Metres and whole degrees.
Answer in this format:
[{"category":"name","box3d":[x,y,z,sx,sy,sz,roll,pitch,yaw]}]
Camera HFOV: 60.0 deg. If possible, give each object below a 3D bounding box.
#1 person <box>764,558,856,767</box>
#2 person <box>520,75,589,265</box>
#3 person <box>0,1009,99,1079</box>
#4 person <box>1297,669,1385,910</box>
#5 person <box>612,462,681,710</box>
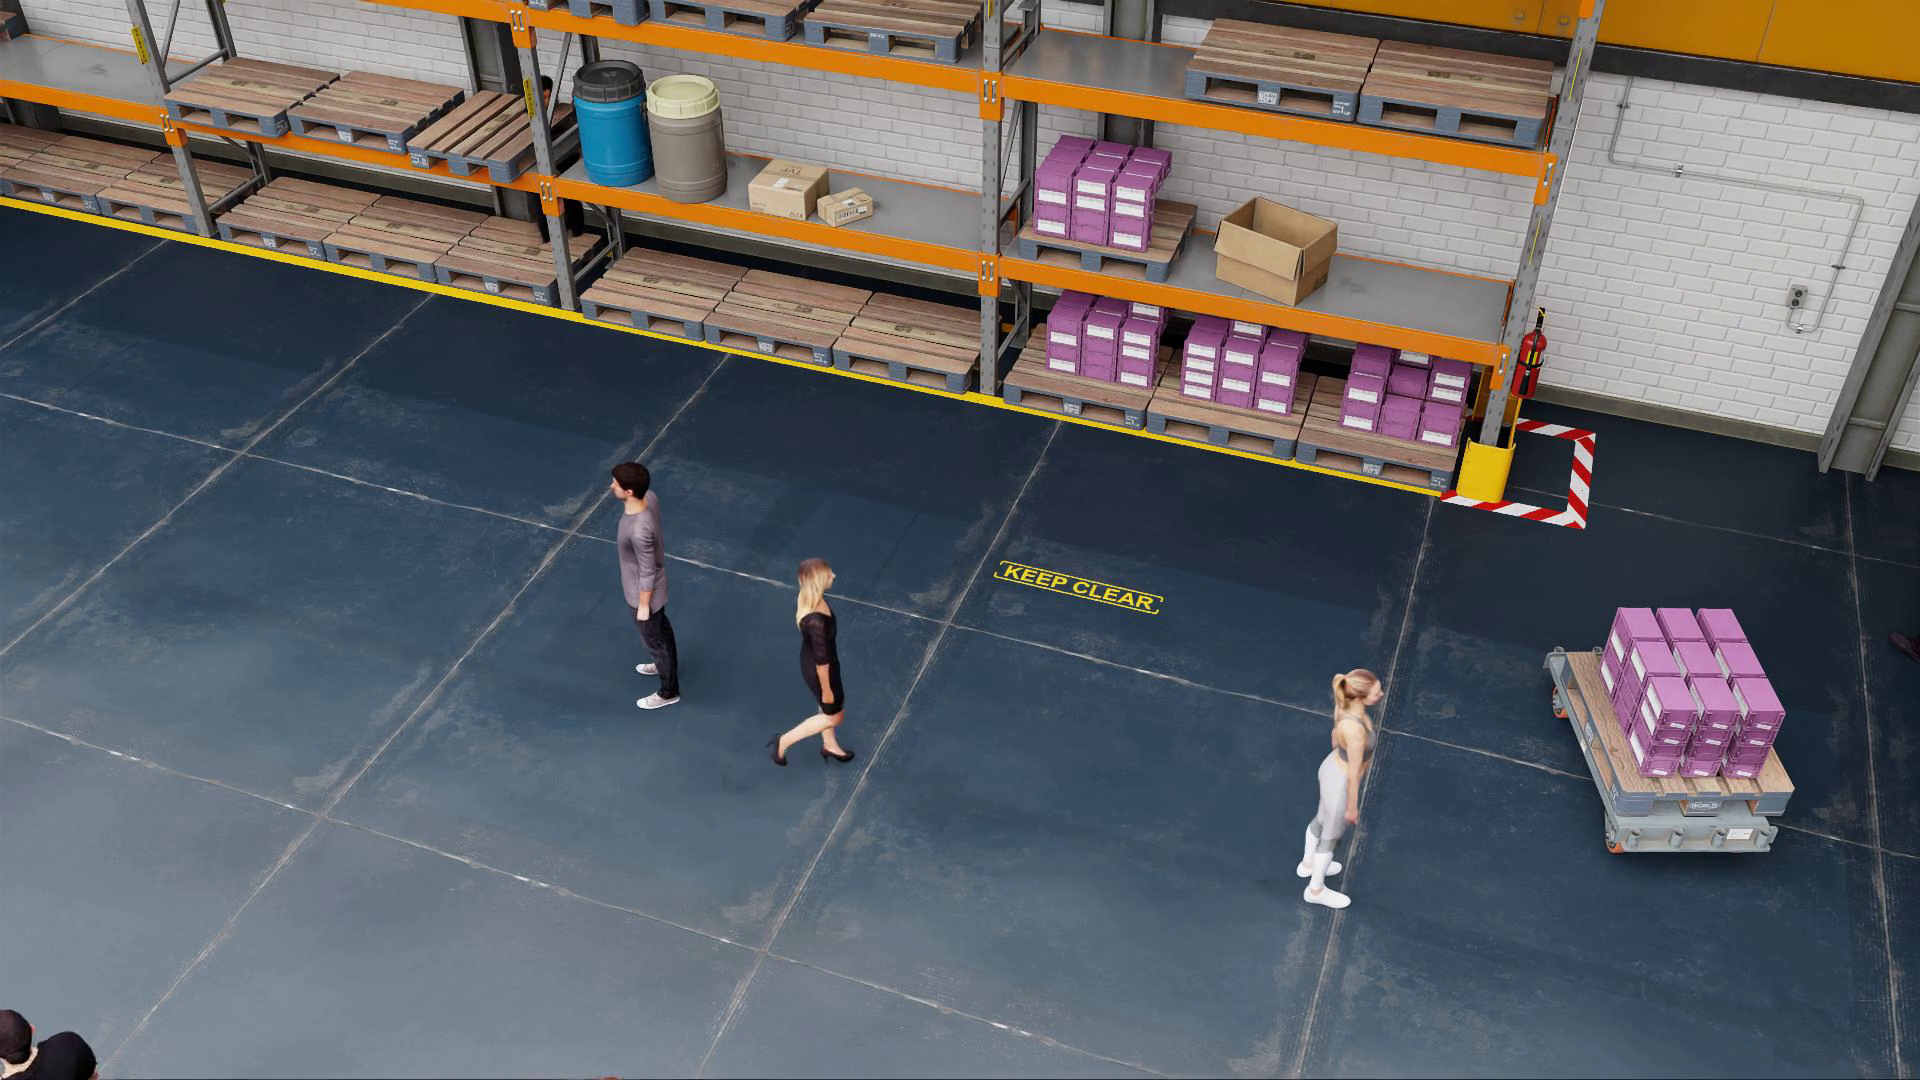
[{"category":"person","box3d":[-0.915,0.803,10.045,0.890,1.661,0.769,-6,39,-7]},{"category":"person","box3d":[-3.700,-3.378,15.159,0.774,1.814,0.832,-17,42,-20]},{"category":"person","box3d":[-3.949,2.788,7.517,1.146,1.714,0.856,22,44,25]},{"category":"person","box3d":[2.122,1.364,9.310,0.614,1.702,0.631,1,39,1]},{"category":"person","box3d":[-1.987,0.268,10.562,0.720,1.854,0.748,-5,39,-6]}]
